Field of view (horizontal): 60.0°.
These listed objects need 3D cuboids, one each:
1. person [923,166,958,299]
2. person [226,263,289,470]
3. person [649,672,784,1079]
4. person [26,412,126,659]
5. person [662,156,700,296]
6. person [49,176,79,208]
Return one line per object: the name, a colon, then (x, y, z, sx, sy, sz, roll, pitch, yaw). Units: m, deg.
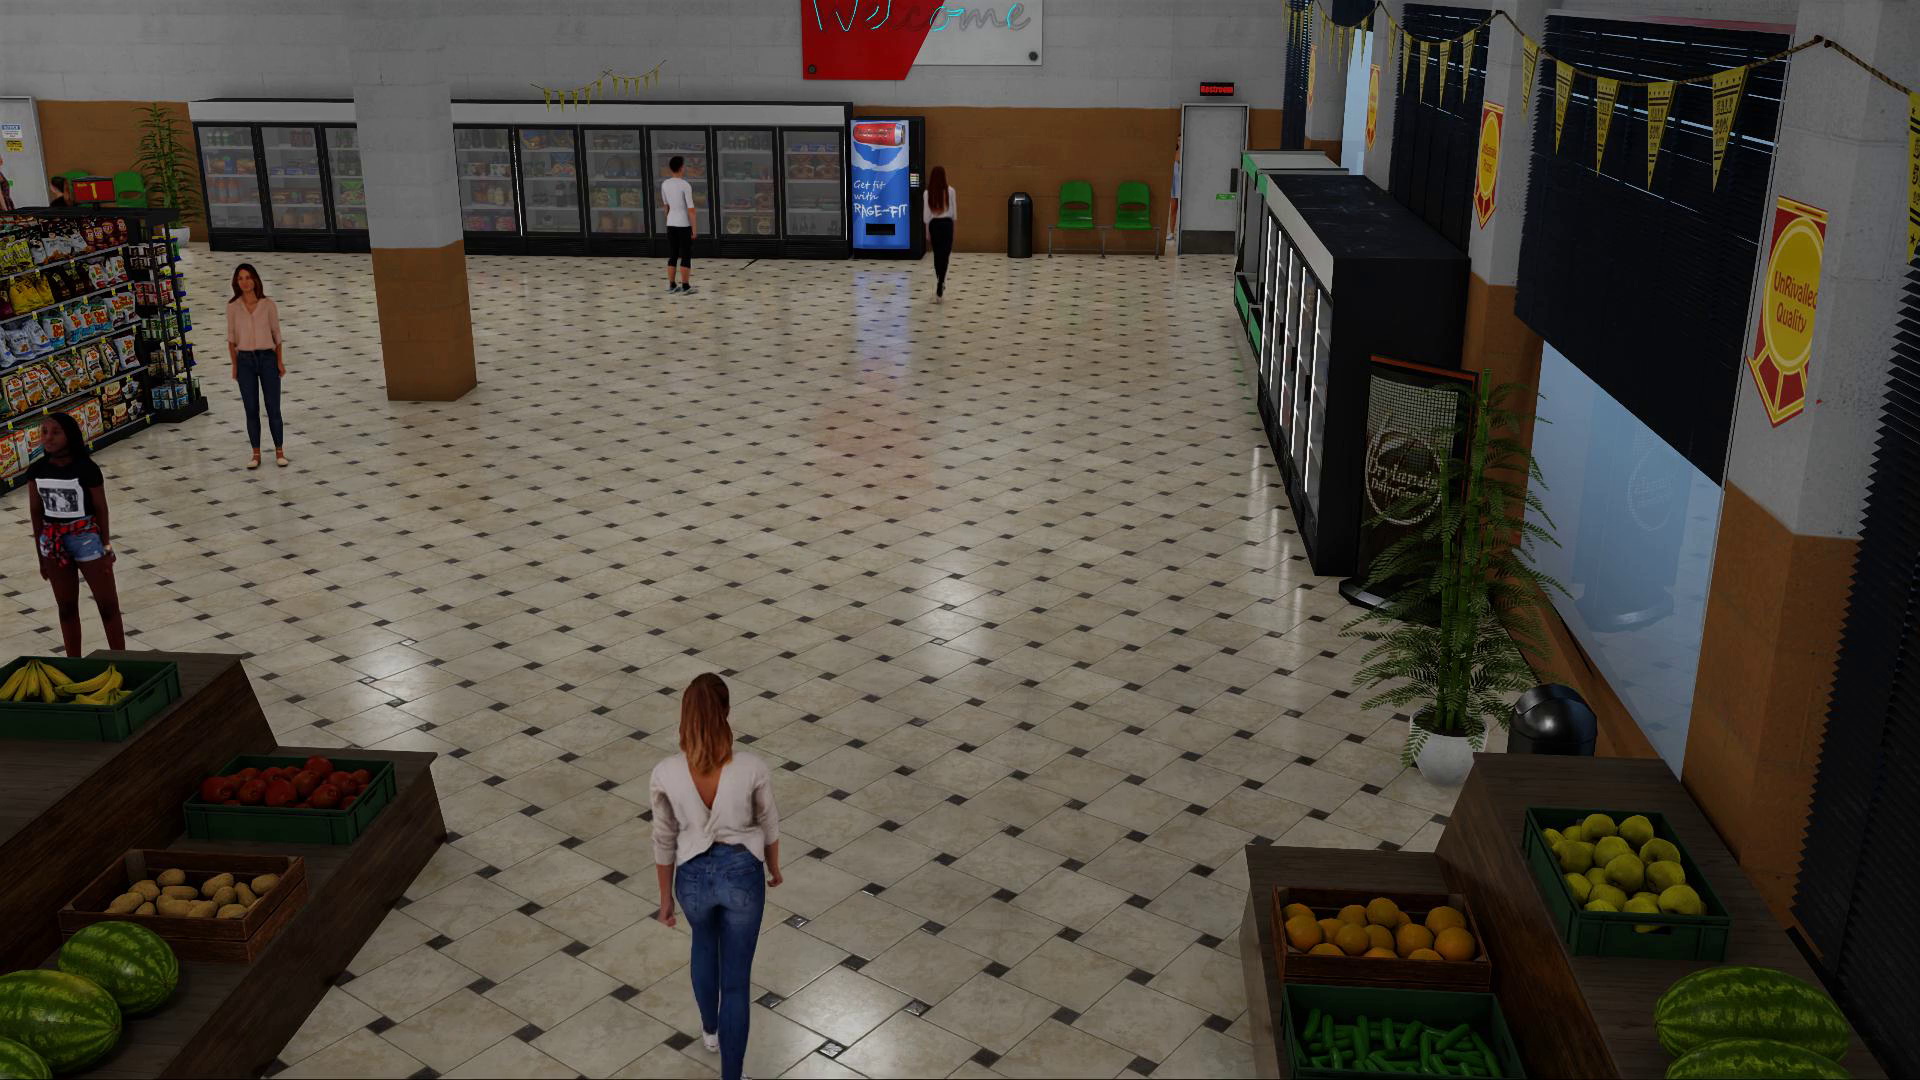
person: (-0.251, -4.068, 22.159, 0.591, 1.723, 1.132, 2, 19, 6)
person: (-6.125, -1.524, 14.507, 0.663, 1.792, 0.654, -6, 20, -17)
person: (-0.895, 1.347, 6.137, 0.618, 1.699, 0.850, 1, 19, 4)
person: (-5.229, 0.082, 9.850, 0.630, 1.724, 0.616, 0, 19, -1)
person: (-3.807, -4.265, 22.548, 0.736, 1.848, 0.714, 10, 21, 28)
person: (-11.555, -3.893, 21.726, 0.845, 1.668, 0.896, 8, 20, 22)
